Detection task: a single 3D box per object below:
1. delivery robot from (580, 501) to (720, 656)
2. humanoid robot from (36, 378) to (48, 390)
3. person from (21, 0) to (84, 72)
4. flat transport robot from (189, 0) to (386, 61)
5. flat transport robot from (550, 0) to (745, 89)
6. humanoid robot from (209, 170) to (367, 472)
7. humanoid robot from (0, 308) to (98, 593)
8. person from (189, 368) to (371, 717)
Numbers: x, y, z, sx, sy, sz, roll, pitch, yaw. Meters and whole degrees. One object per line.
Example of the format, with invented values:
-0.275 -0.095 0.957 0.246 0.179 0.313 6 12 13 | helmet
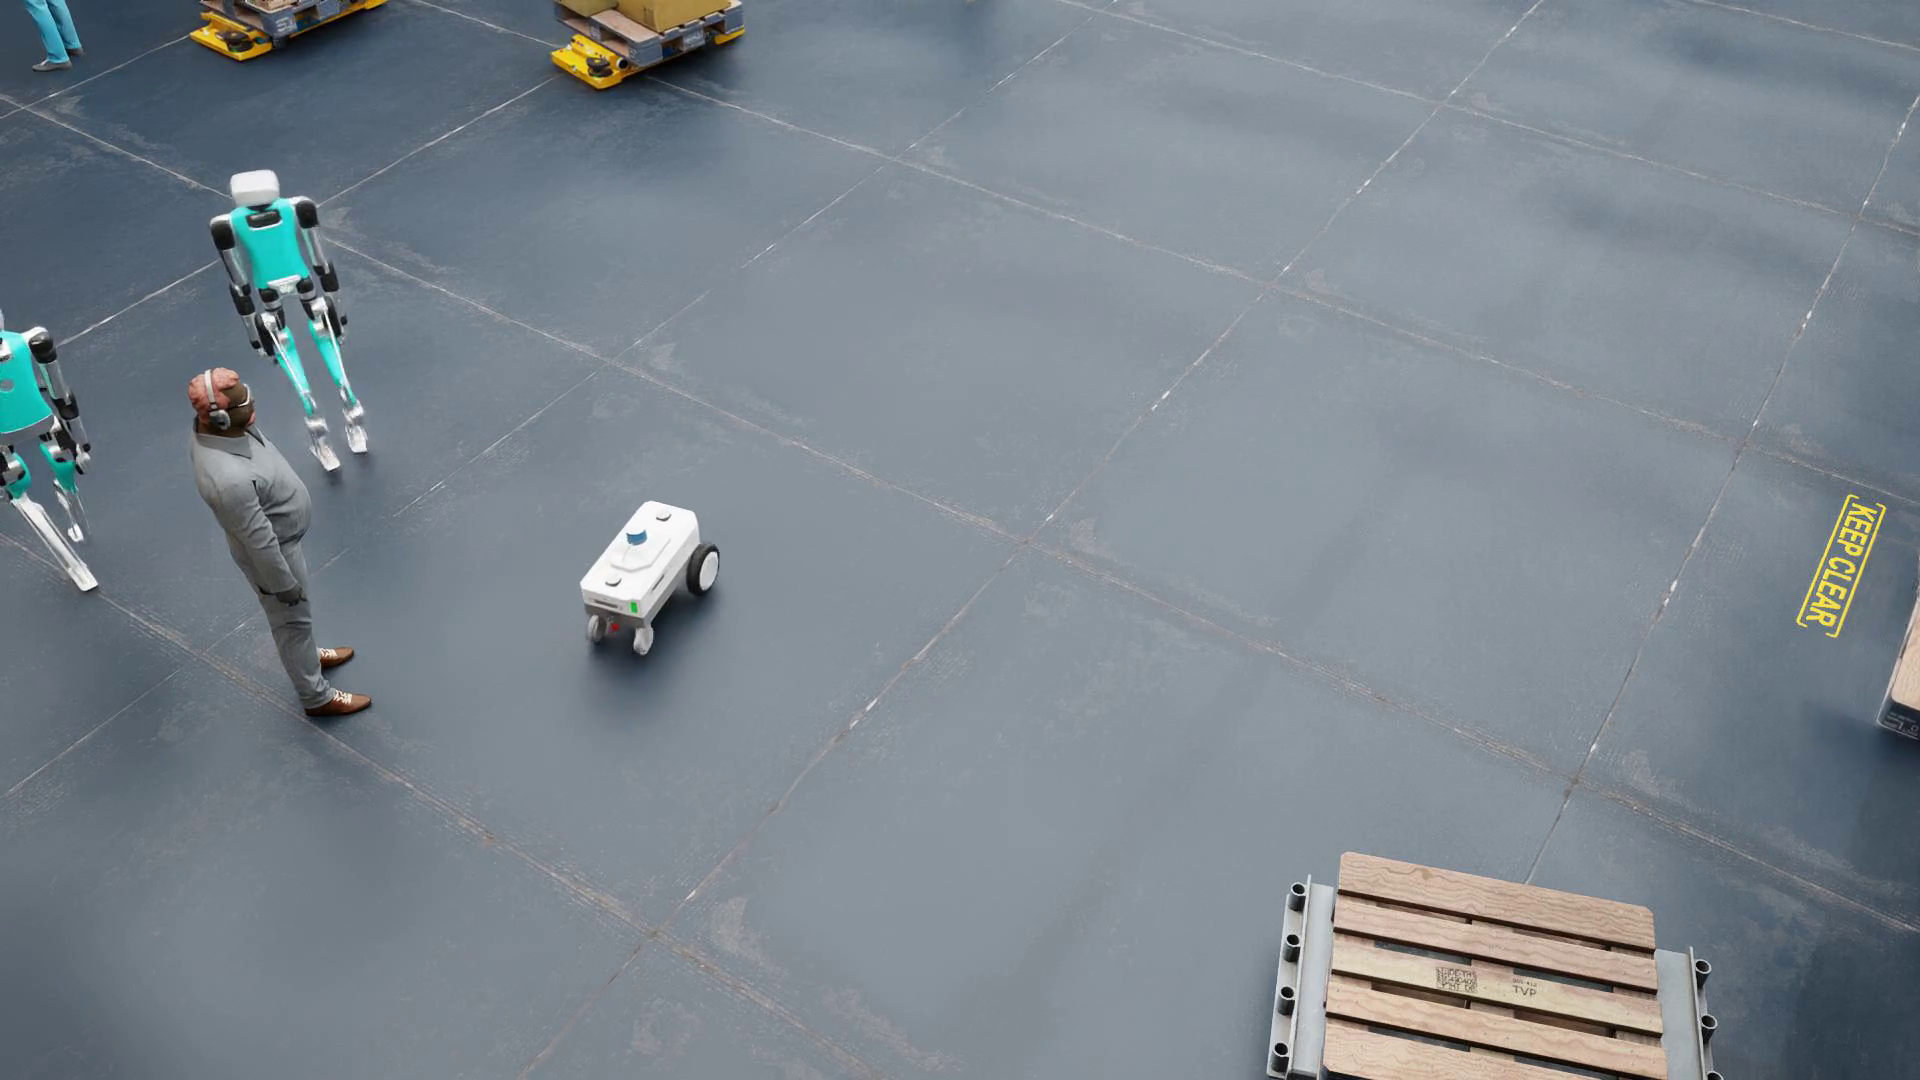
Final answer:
-1.591 0.148 8.408 0.499 0.606 0.796 14 44 15 | delivery robot
-5.810 -1.500 9.448 0.785 1.639 0.600 -11 43 -12 | humanoid robot
-7.118 -4.468 12.596 0.373 1.843 0.568 2 42 2 | person
-5.505 -4.335 13.630 0.659 0.231 1.431 27 48 27 | flat transport robot
-2.481 -3.999 13.254 1.431 0.231 0.659 -33 51 -31 | flat transport robot
-3.462 -1.059 8.788 0.530 1.696 0.733 -21 46 -21 | humanoid robot
-4.652 -0.472 8.279 0.547 1.874 0.822 -30 50 -29 | humanoid robot
-3.103 0.018 7.532 0.412 1.908 0.640 -18 45 -19 | person
